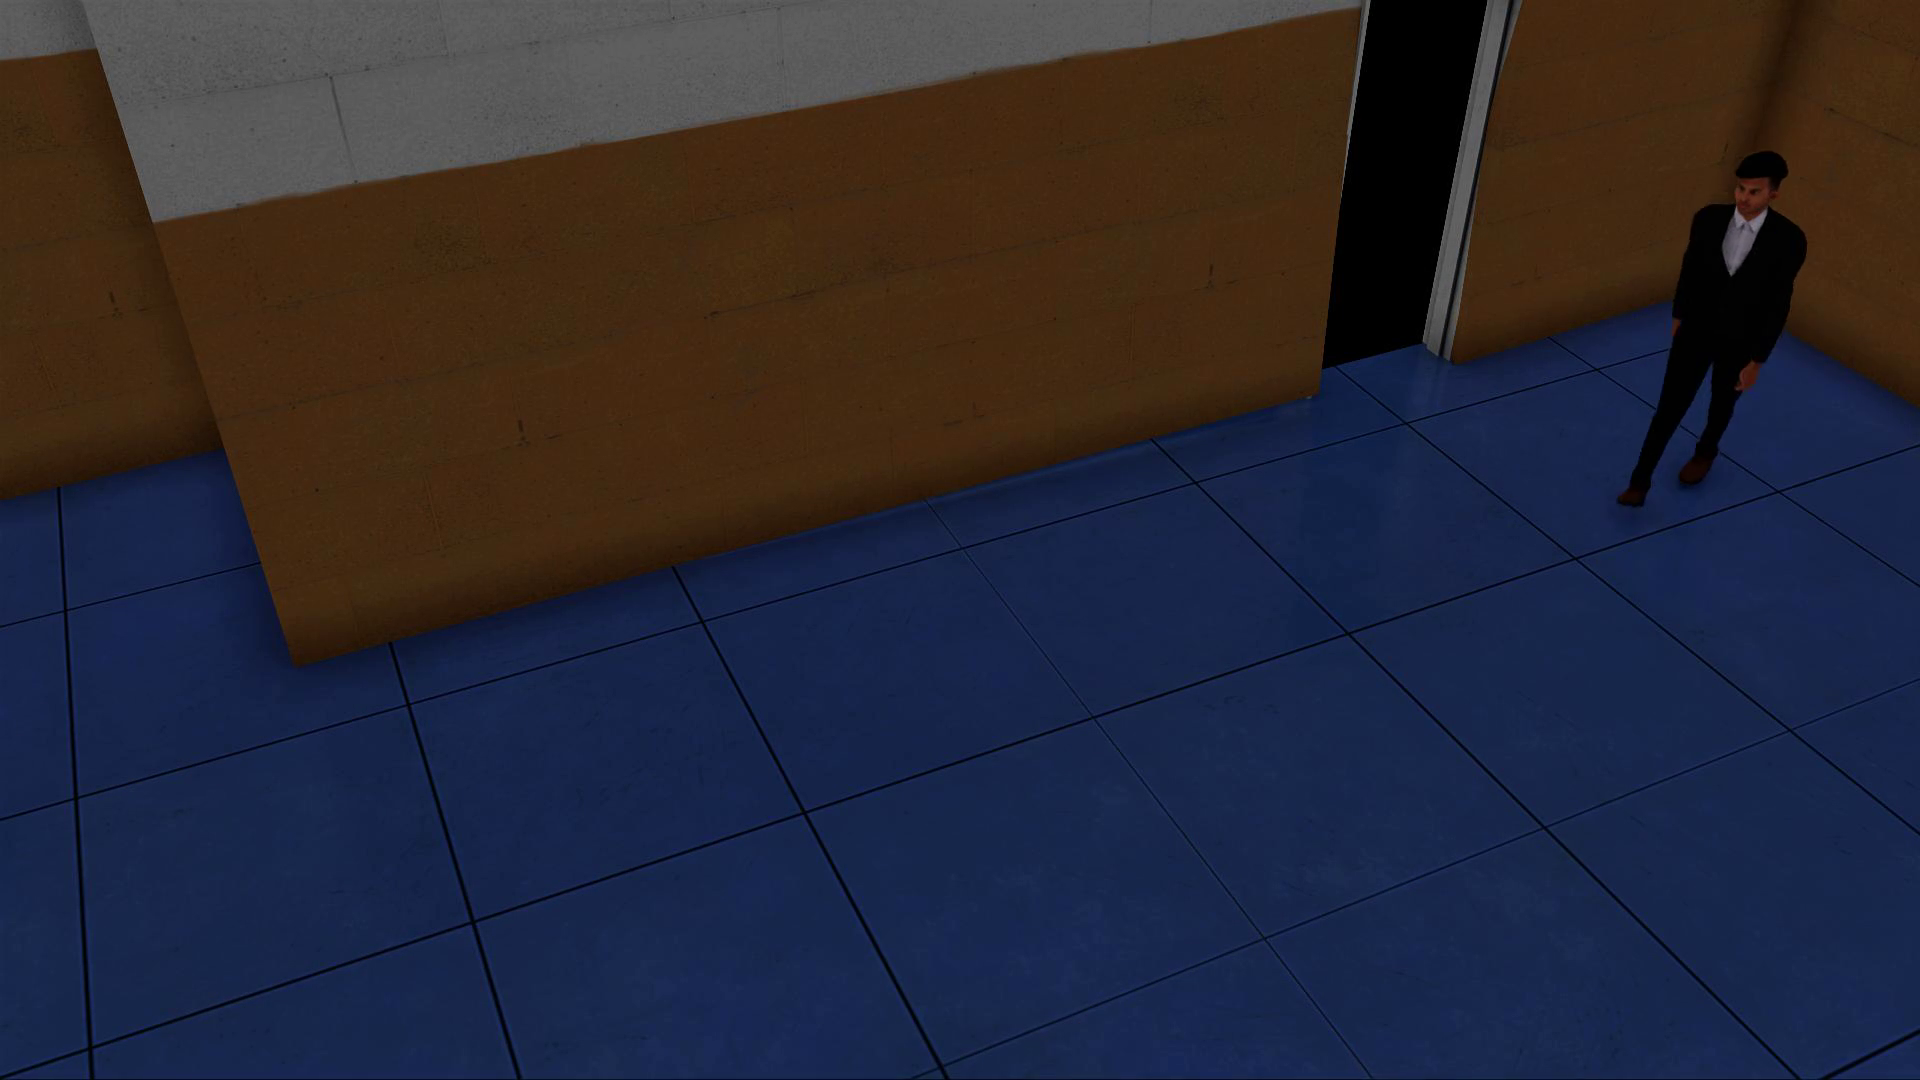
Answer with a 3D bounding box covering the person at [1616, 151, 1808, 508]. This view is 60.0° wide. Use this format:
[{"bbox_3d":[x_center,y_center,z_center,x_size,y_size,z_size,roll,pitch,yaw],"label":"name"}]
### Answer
[{"bbox_3d":[3.736,-1.022,8.033,1.183,1.833,1.078,27,44,31],"label":"person"}]
